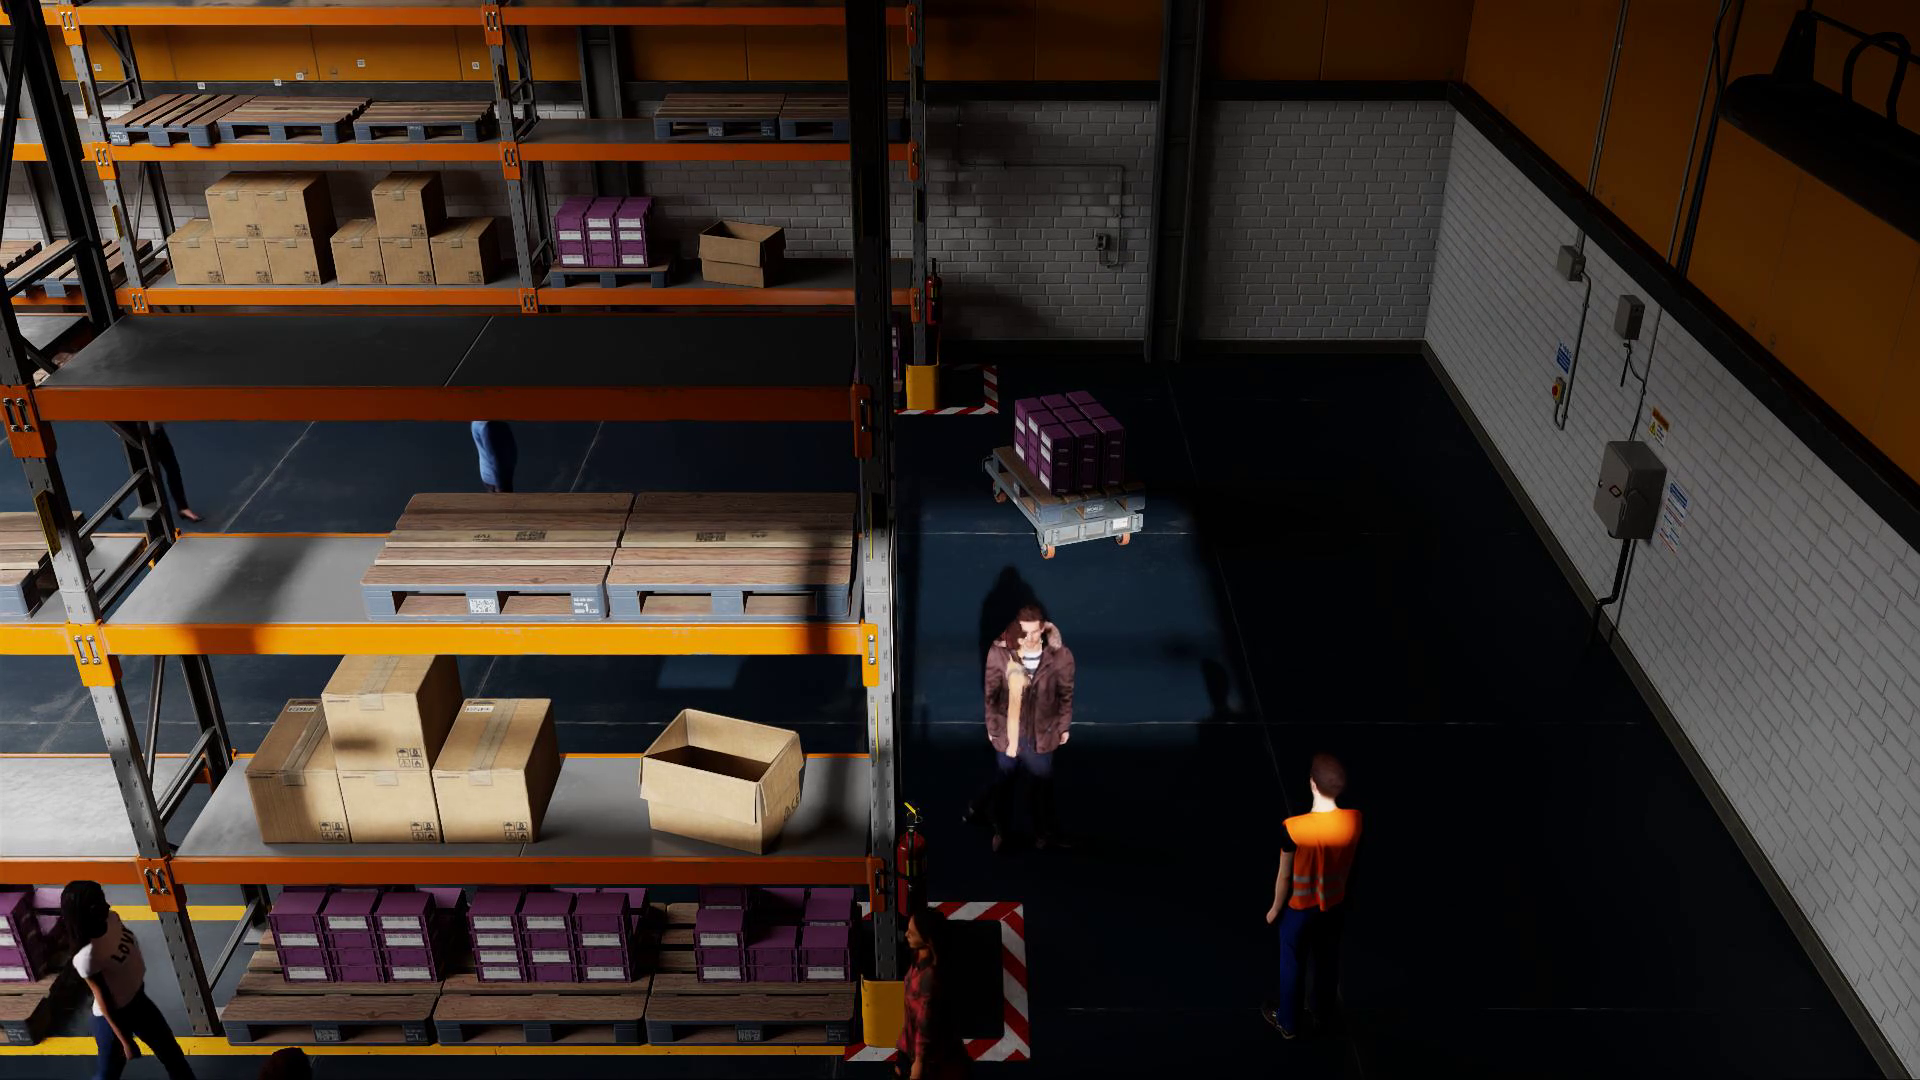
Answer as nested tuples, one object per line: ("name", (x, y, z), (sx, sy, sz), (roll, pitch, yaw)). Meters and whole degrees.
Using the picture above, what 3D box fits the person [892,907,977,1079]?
("person", (-0.050, 2.583, 8.531), (1.107, 1.670, 0.729), (-5, 29, -9))

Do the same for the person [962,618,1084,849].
("person", (0.337, 1.251, 10.904), (1.074, 1.738, 0.671), (2, 29, 4))

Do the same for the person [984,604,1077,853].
("person", (0.438, 1.208, 10.867), (0.570, 1.847, 0.794), (-1, 29, -1))

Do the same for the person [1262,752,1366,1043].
("person", (1.988, 2.021, 9.339), (0.658, 1.884, 0.815), (-7, 29, -13))

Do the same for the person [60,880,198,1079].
("person", (-4.435, 2.505, 8.615), (1.151, 1.728, 0.680), (-3, 29, -5))
